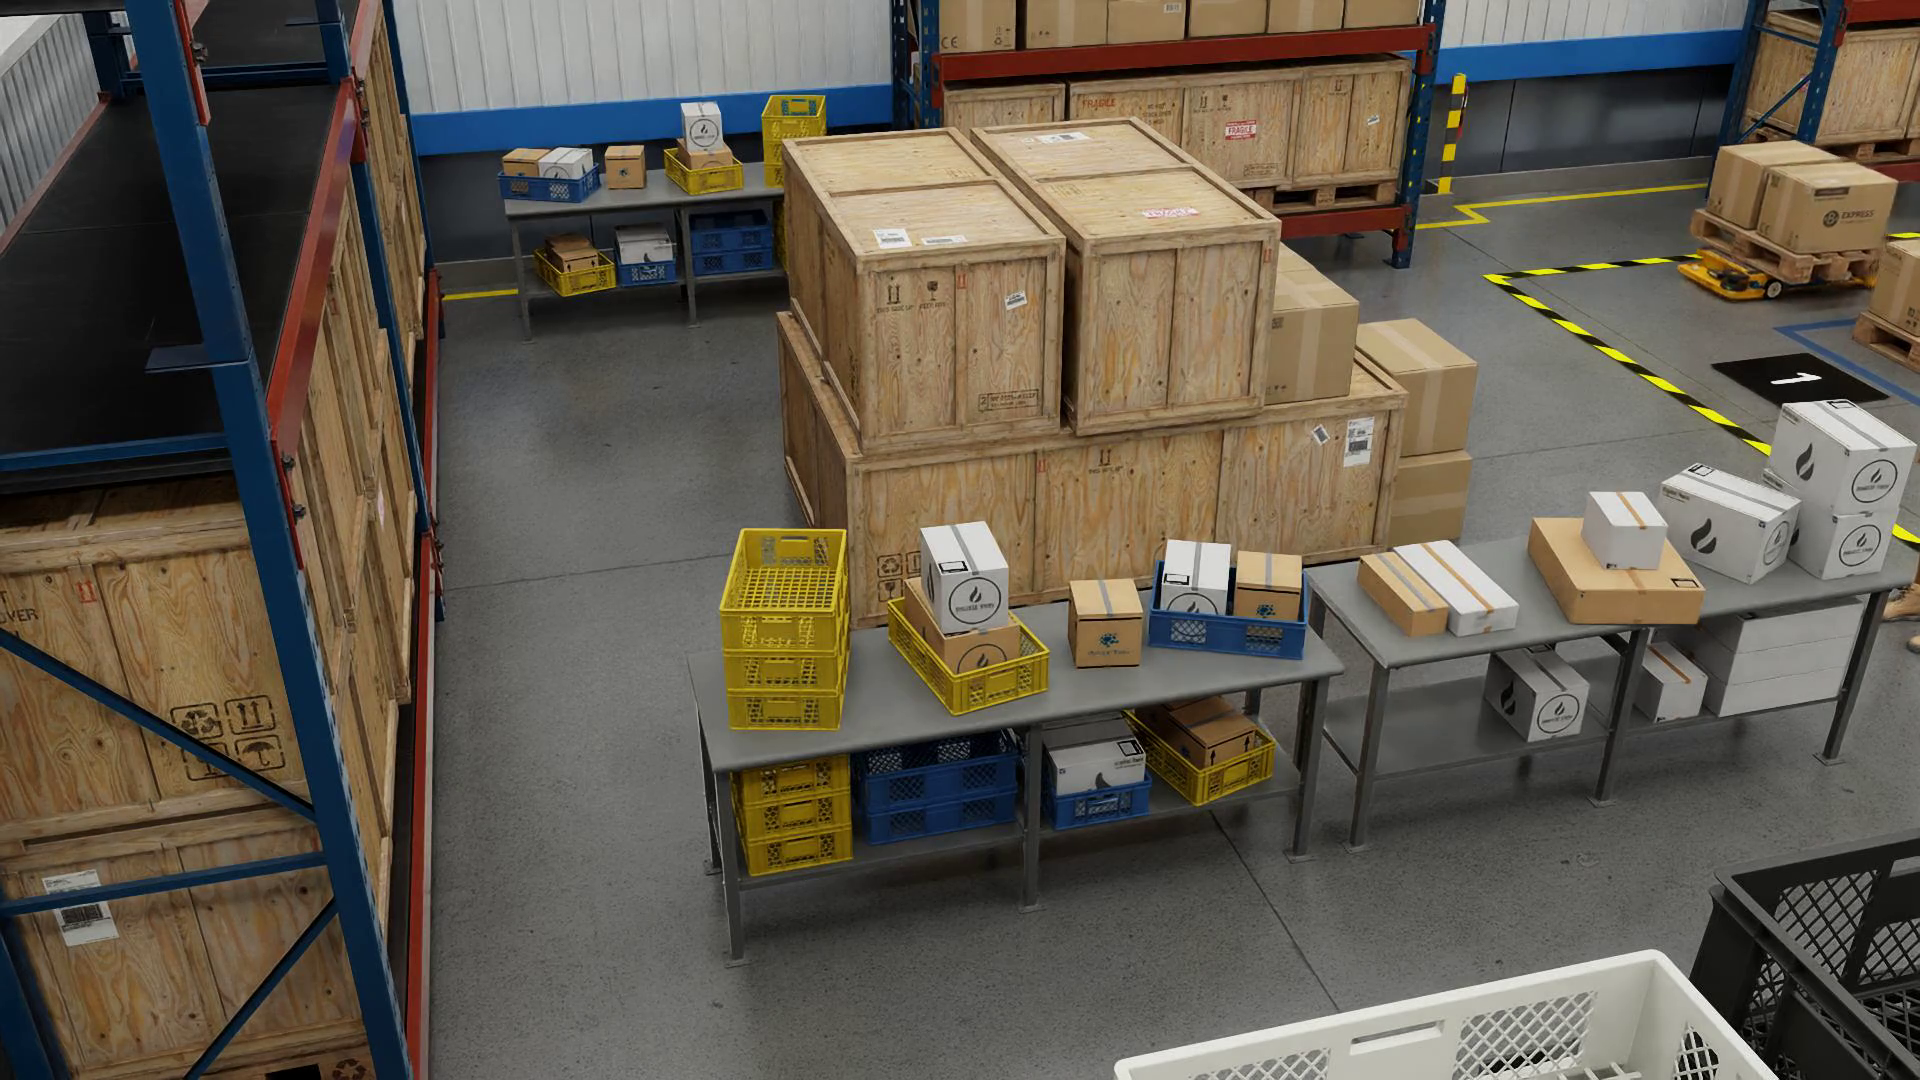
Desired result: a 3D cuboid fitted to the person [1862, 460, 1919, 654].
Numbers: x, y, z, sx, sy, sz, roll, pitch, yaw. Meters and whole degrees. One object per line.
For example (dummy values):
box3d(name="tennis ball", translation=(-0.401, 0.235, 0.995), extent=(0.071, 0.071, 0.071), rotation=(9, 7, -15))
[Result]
box3d(name="person", translation=(4.879, -0.389, 7.995), extent=(0.400, 2.035, 0.607), rotation=(-5, 29, -8))
